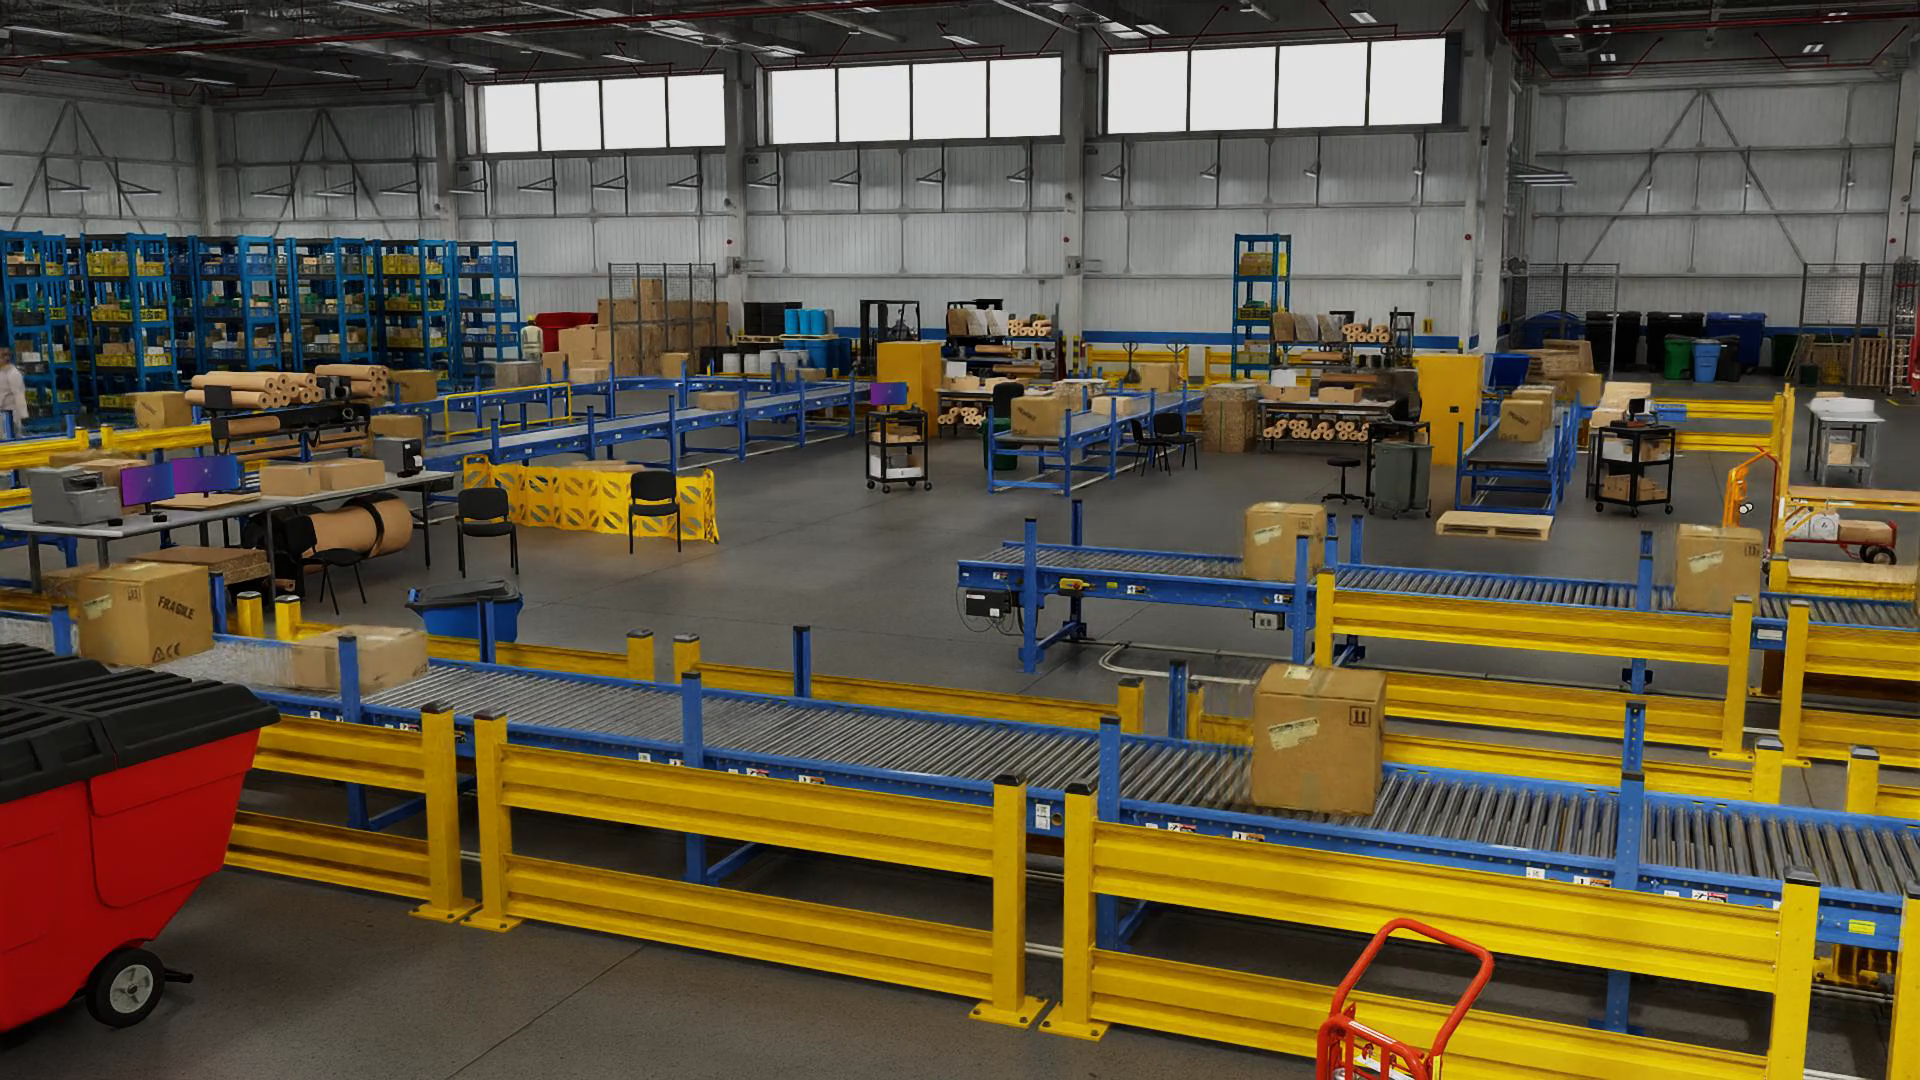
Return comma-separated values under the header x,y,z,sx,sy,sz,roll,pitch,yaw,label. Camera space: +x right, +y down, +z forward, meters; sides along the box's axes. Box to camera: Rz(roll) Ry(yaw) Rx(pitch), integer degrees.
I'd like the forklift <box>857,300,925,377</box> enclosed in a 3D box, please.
x,y,z,sx,sy,sz,roll,pitch,yaw,label
-1.732,-5.109,42.468,1.157,1.987,2.680,4,10,22,forklift

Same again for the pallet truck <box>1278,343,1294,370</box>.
x,y,z,sx,sy,sz,roll,pitch,yaw,label
7.886,-4.163,39.743,0.653,1.274,1.630,4,10,22,pallet truck

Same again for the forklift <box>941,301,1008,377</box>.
x,y,z,sx,sy,sz,roll,pitch,yaw,label
0.365,-4.966,41.571,1.157,1.987,2.680,3,10,20,forklift

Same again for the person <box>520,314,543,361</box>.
x,y,z,sx,sy,sz,roll,pitch,yaw,label
-10.894,-4.833,42.285,0.593,1.806,0.566,-4,10,-21,person

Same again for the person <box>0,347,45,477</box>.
x,y,z,sx,sy,sz,roll,pitch,yaw,label
-13.677,-1.863,24.065,0.627,1.880,0.890,9,13,43,person

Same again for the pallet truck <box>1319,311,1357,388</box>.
x,y,z,sx,sy,sz,roll,pitch,yaw,label
9.071,-4.419,39.190,0.823,1.965,1.885,5,10,26,pallet truck

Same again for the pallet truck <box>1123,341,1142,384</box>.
x,y,z,sx,sy,sz,roll,pitch,yaw,label
4.445,-4.380,41.279,0.680,1.201,1.601,4,10,22,pallet truck

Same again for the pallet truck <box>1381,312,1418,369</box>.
x,y,z,sx,sy,sz,roll,pitch,yaw,label
10.207,-4.283,38.369,0.823,1.965,1.885,3,10,20,pallet truck

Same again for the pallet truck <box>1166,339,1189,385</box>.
x,y,z,sx,sy,sz,roll,pitch,yaw,label
5.418,-4.269,40.420,0.704,1.261,1.522,3,10,20,pallet truck
